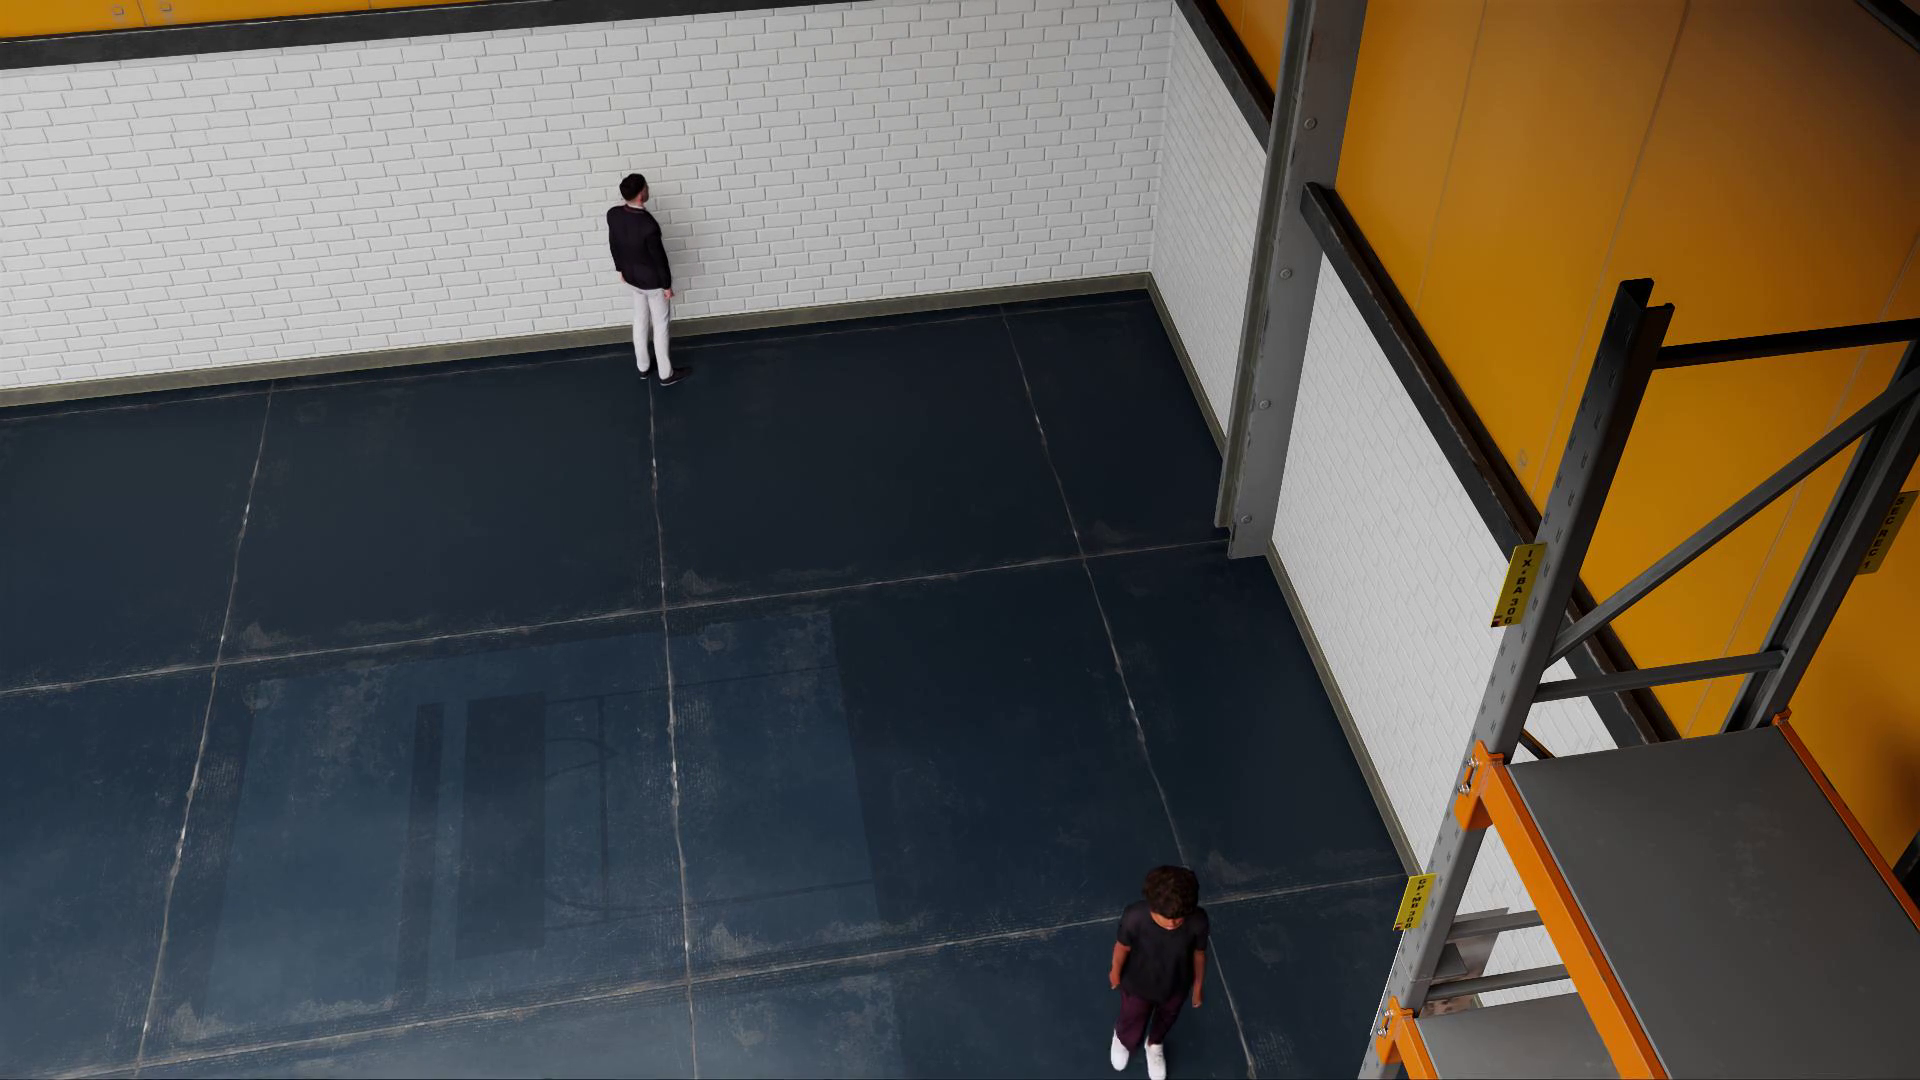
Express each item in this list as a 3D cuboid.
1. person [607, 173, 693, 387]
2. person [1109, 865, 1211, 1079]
[{"bbox_3d":[-2.447,-2.018,12.895,0.724,1.843,0.773,24,49,23],"label":"person"},{"bbox_3d":[1.016,2.157,8.567,0.635,1.766,0.631,-3,44,-3],"label":"person"}]
